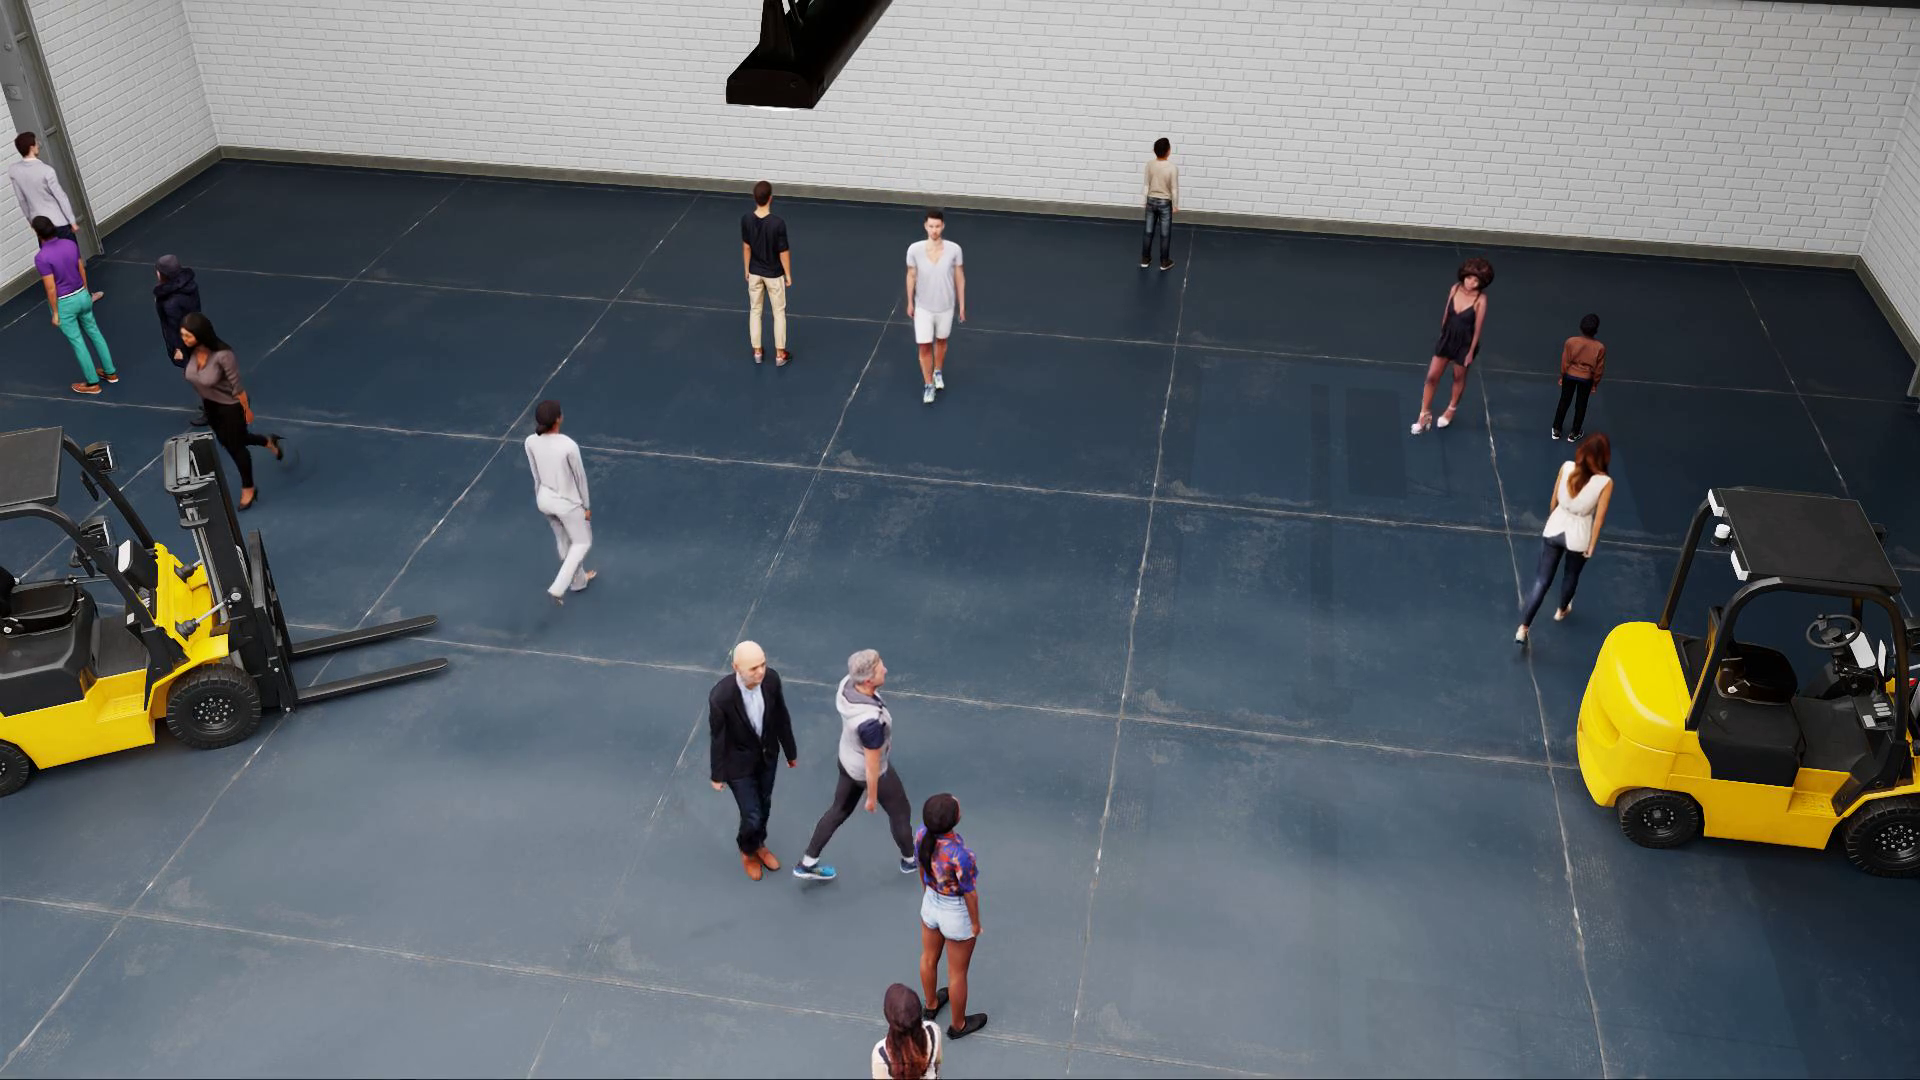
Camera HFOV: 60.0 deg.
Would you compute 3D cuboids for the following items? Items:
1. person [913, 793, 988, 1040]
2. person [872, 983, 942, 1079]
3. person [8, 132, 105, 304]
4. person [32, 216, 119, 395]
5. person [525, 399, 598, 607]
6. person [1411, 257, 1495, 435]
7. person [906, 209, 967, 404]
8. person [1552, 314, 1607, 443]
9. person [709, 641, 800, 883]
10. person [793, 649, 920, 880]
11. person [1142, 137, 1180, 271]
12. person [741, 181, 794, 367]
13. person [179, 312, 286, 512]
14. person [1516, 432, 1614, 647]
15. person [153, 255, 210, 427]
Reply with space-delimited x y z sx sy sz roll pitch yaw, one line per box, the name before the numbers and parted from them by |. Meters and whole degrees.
person | -0.073 2.075 9.255 0.668 1.741 0.687 27 42 35
person | -0.201 2.875 8.175 1.046 1.603 1.132 -20 38 -27
person | -9.461 -3.324 17.282 0.690 1.846 0.587 3 34 5
person | -8.393 -2.238 15.721 0.723 1.767 0.547 12 35 17
person | -3.101 -0.248 12.772 0.739 1.717 0.975 12 36 18
person | 4.546 -1.773 15.030 0.888 1.758 0.797 -28 43 -36
person | -0.239 -2.283 15.724 0.844 1.838 0.974 -4 34 -6
person | 5.589 -1.471 15.029 0.576 1.255 0.564 16 37 23
person | -1.346 1.321 10.347 0.807 1.788 0.880 -24 40 -31
person | -0.672 1.424 10.191 1.180 1.788 1.222 -15 36 -21
person | 2.171 -3.672 18.151 0.598 1.464 0.574 14 36 20
person | -1.882 -2.583 16.161 0.636 1.854 0.549 8 34 11
person | -6.112 -1.152 14.047 0.836 1.811 1.073 16 37 22
person | 4.460 0.025 12.327 0.963 1.754 1.195 23 40 31
person | -7.036 -1.839 15.202 0.788 1.675 0.664 -1 34 -2
